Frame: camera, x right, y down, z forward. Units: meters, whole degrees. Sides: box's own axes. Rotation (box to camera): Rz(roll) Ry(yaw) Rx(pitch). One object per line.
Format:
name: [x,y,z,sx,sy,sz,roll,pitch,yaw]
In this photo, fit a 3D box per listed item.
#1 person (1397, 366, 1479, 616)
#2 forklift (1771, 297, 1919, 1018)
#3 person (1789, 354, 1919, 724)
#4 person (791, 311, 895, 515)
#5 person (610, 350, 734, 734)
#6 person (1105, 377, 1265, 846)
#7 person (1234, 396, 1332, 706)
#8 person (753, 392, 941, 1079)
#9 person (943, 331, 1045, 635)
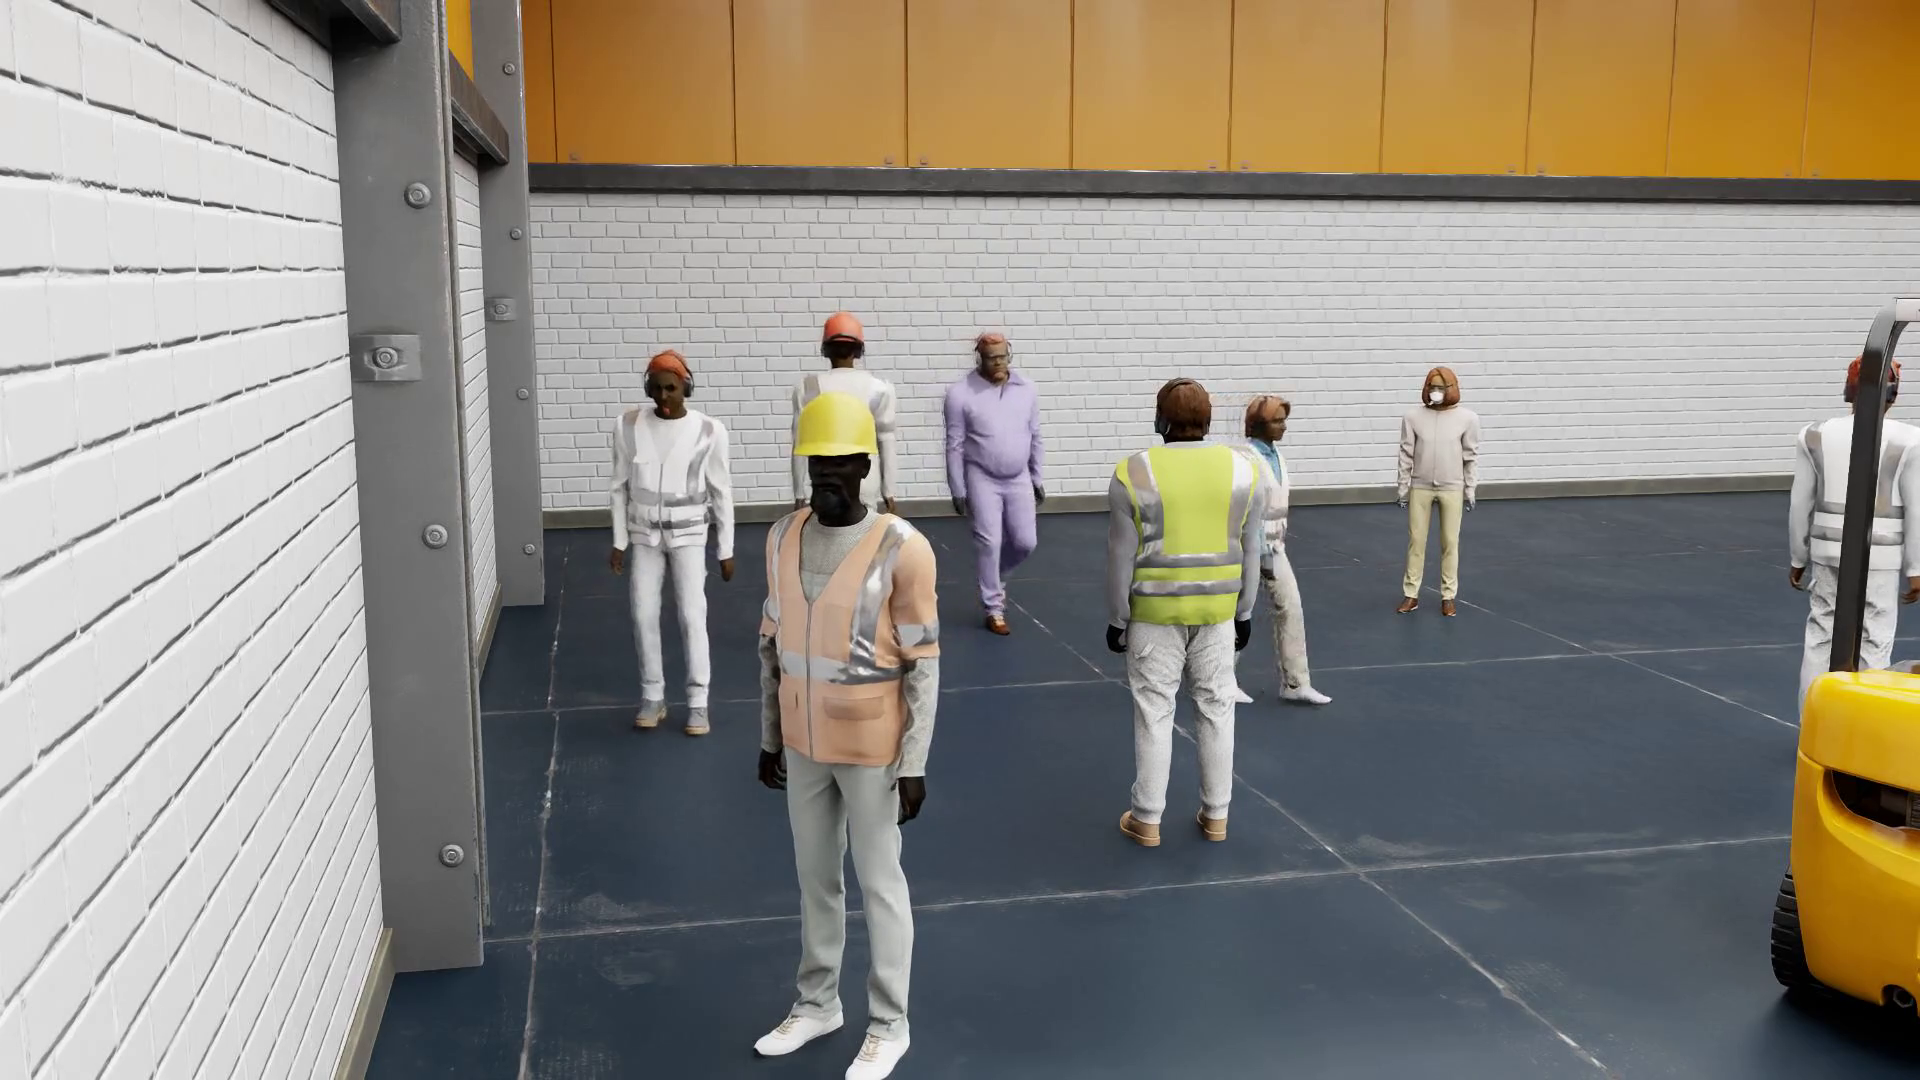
person: [3.106,-0.316,10.843,0.507,1.631,0.273,4,10,22]
forklift: [3.542,0.334,5.177,2.313,2.155,1.214,-9,13,-43]
person: [4.075,0.103,7.563,0.359,1.873,0.573,-8,12,-41]
person: [-0.669,-0.319,9.710,0.610,2.024,0.756,-2,9,-11]
person: [-1.391,0.012,8.103,0.604,1.872,0.399,1,9,5]
person: [0.863,0.286,6.534,0.625,1.846,0.429,-2,9,-10]
person: [1.605,0.078,8.502,0.728,1.611,0.517,8,12,40]
person: [-0.333,0.549,4.661,0.594,1.930,0.353,6,11,34]
person: [0.206,-0.367,10.388,0.657,1.884,0.522,-4,10,-24]
